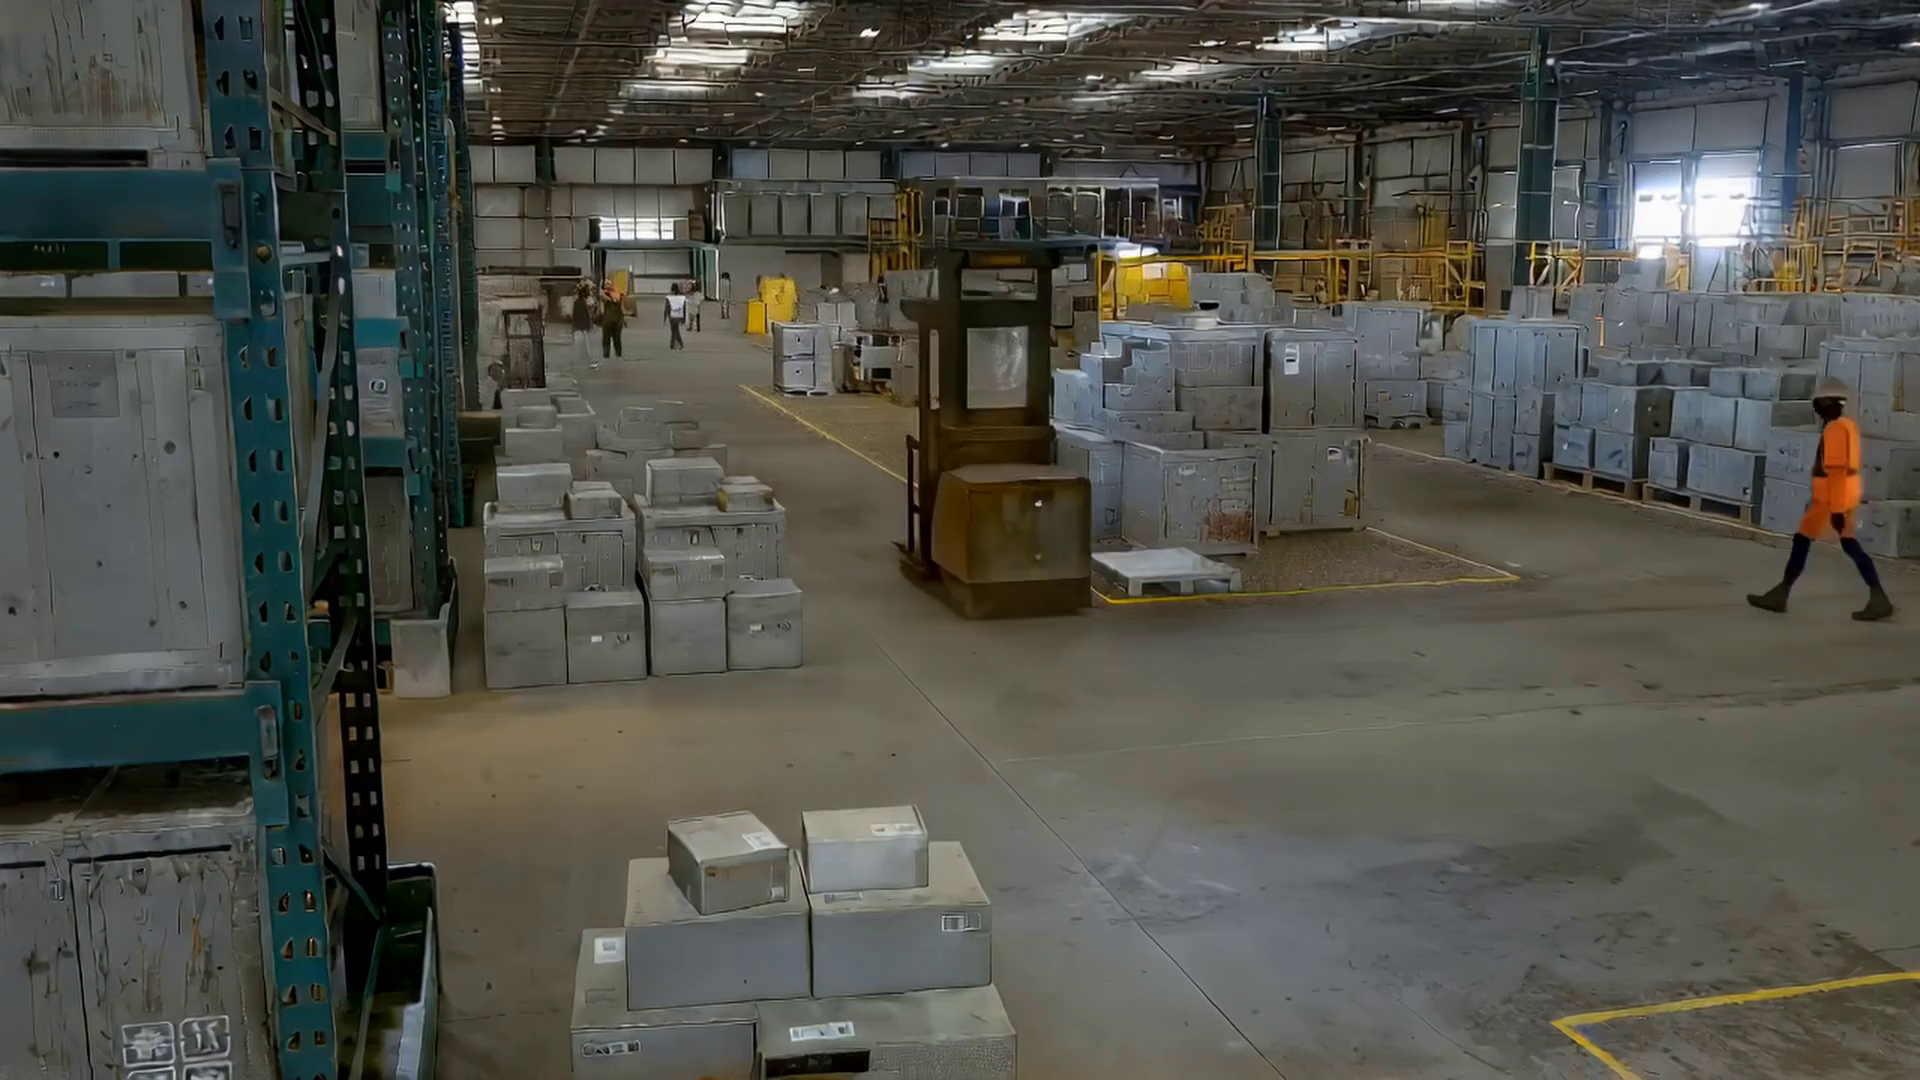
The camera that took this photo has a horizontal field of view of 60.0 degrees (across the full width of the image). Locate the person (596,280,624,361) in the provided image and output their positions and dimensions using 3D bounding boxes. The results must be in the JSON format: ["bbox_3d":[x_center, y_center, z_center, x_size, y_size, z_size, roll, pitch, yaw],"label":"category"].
[{"bbox_3d":[-8.766,-5.518,41.796,0.682,2.000,0.535,-8,13,-37],"label":"person"}]

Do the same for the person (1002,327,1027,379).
[{"bbox_3d":[1.206,-4.284,35.989,0.454,1.620,0.524,-6,12,-31],"label":"person"}]

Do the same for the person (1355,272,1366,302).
[{"bbox_3d":[17.707,-10.933,73.365,0.755,1.718,0.489,-8,13,-40],"label":"person"}]

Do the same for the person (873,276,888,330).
[{"bbox_3d":[-2.650,-7.840,55.377,0.511,1.892,0.621,5,11,27],"label":"person"}]

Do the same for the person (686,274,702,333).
[{"bbox_3d":[-8.888,-7.880,55.472,0.552,1.932,0.377,3,10,17],"label":"person"}]

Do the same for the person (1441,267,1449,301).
[{"bbox_3d":[21.962,-11.388,75.289,0.384,1.951,0.605,2,10,11],"label":"person"}]

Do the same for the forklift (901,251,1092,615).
[{"bbox_3d":[0.289,-0.930,13.437,1.129,2.768,1.873,-3,10,-16],"label":"forklift"}]

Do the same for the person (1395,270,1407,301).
[{"bbox_3d":[19.501,-11.012,73.471,0.429,1.843,0.631,-7,12,-36],"label":"person"}]

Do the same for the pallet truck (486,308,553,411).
[{"bbox_3d":[-6.242,-2.418,24.362,0.823,1.965,1.885,1,10,3],"label":"pallet truck"}]

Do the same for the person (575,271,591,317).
[{"bbox_3d":[-13.753,-8.828,60.745,0.612,1.966,0.361,-8,13,-37],"label":"person"}]

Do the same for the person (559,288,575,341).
[{"bbox_3d":[-11.930,-6.856,50.575,0.520,1.616,0.427,-1,10,-6],"label":"person"}]

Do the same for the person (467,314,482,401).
[{"bbox_3d":[-8.443,-3.058,28.454,0.521,1.829,0.653,-1,10,-7],"label":"person"}]

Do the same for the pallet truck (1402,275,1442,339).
[{"bbox_3d":[14.620,-7.324,52.145,0.823,1.965,1.885,8,13,40],"label":"pallet truck"}]

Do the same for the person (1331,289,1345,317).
[{"bbox_3d":[8.842,-4.898,38.766,0.349,1.877,0.577,-6,12,-33],"label":"person"}]

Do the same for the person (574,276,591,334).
[{"bbox_3d":[-12.422,-7.736,54.825,0.562,1.885,1.013,-5,11,-26],"label":"person"}]

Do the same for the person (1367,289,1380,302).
[{"bbox_3d":[9.230,-4.687,37.455,0.408,1.918,0.584,3,11,18],"label":"person"}]

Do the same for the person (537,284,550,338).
[{"bbox_3d":[-13.134,-7.218,52.431,0.318,1.691,0.537,3,10,15],"label":"person"}]

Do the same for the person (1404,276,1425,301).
[{"bbox_3d":[14.877,-7.686,54.471,0.651,1.897,0.517,1,10,4],"label":"person"}]

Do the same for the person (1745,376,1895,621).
[{"bbox_3d":[6.760,-0.320,12.837,1.028,1.884,0.544,9,13,40],"label":"person"}]

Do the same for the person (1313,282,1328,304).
[{"bbox_3d":[11.968,-7.724,55.290,0.534,1.691,0.320,8,13,37],"label":"person"}]

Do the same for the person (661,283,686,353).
[{"bbox_3d":[-7.768,-6.023,45.163,0.986,1.864,0.593,8,13,39],"label":"person"}]

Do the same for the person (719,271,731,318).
[{"bbox_3d":[-9.476,-9.882,67.011,0.518,1.863,0.323,-4,11,-20],"label":"person"}]

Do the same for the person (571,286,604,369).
[{"bbox_3d":[-8.928,-5.002,39.163,1.016,1.947,0.633,2,10,10],"label":"person"}]
